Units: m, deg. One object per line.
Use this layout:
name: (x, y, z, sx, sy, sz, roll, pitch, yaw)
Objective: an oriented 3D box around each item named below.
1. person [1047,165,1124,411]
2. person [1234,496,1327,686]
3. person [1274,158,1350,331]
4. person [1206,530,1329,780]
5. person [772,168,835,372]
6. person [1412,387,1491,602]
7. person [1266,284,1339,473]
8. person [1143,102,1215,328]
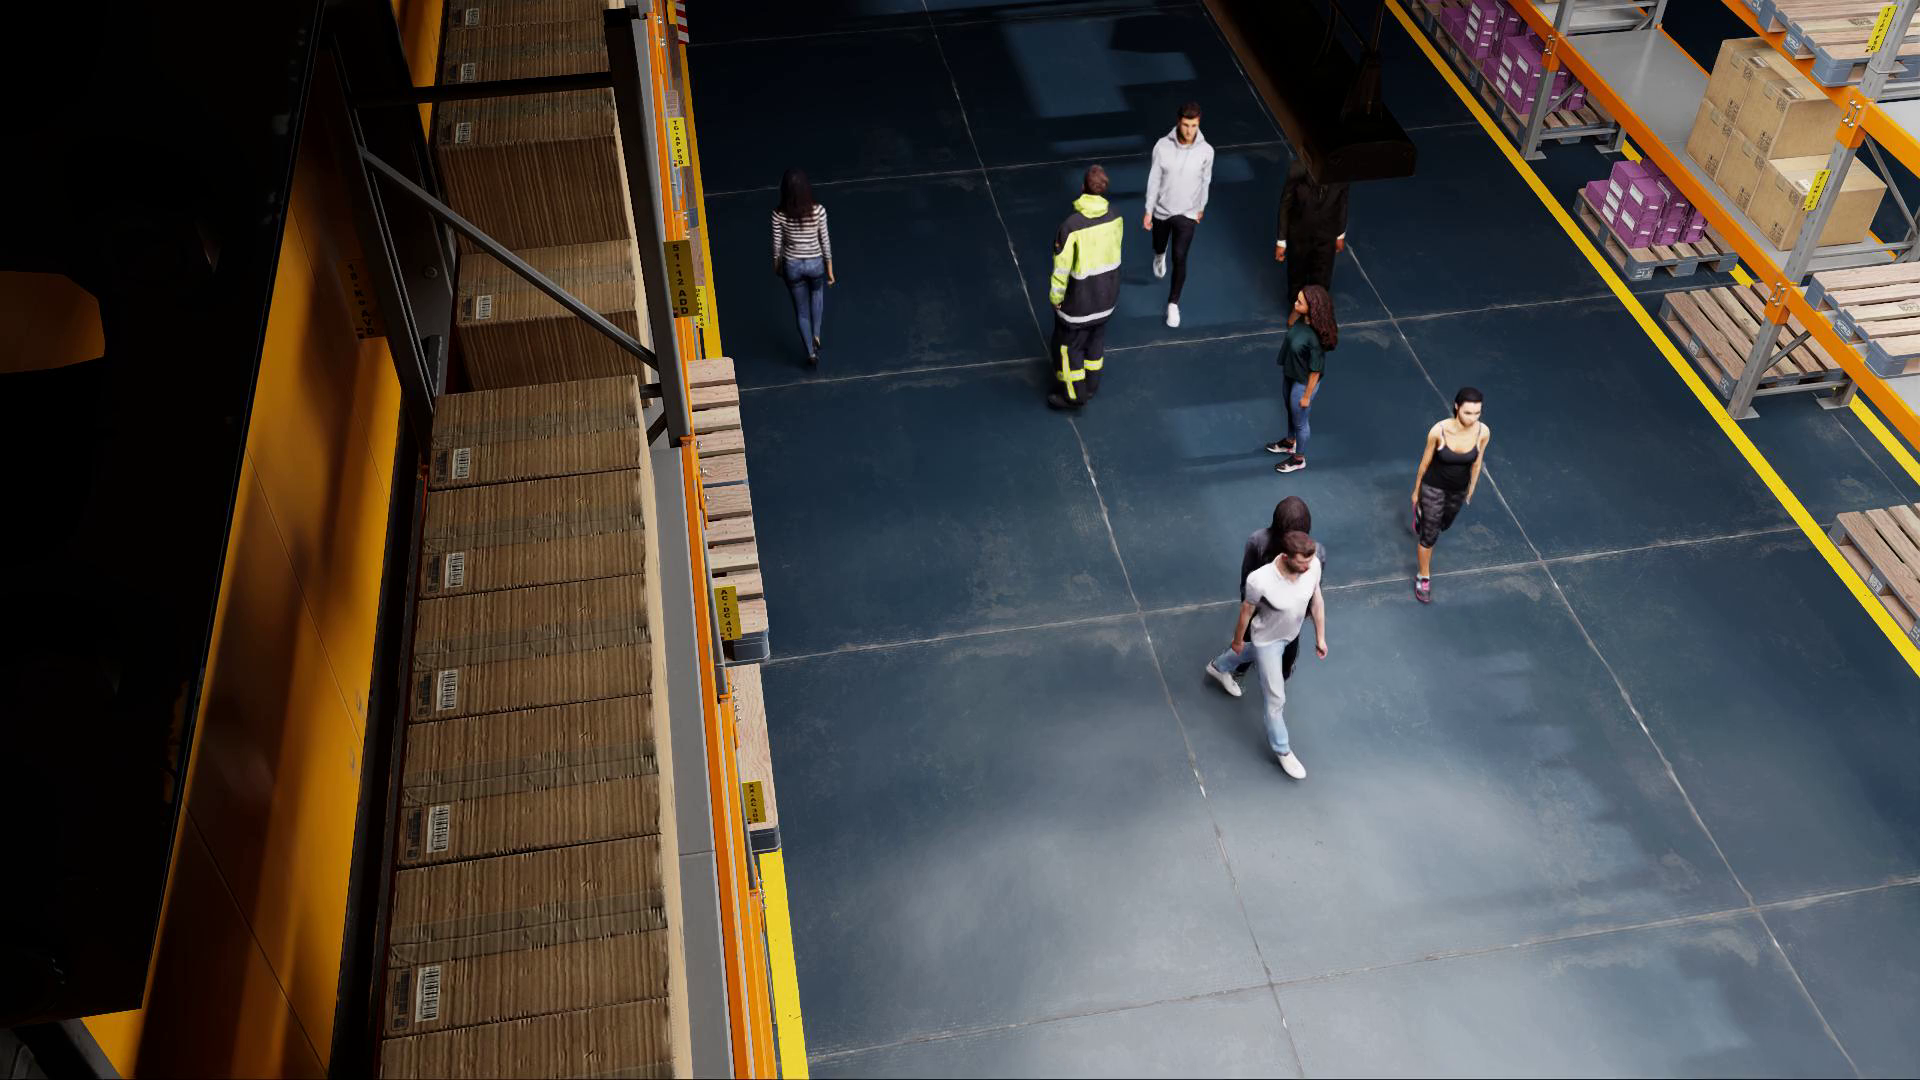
person: (0.990, -1.909, 12.813, 1.008, 1.941, 0.982, -32, 52, -29)
person: (2.012, 0.356, 10.686, 0.775, 1.596, 0.792, 13, 45, 13)
person: (2.862, -2.540, 13.515, 0.842, 1.885, 0.856, 8, 44, 8)
person: (1.891, 0.539, 10.341, 1.002, 1.807, 1.350, -24, 48, -23)
person: (-1.225, -2.063, 13.091, 0.624, 1.781, 0.632, -5, 44, -5)
person: (3.294, -0.412, 11.412, 0.669, 1.705, 1.011, 0, 44, 0)
person: (2.533, -1.198, 12.303, 0.664, 1.615, 0.533, -5, 44, -5)
person: (1.771, -2.789, 13.771, 0.941, 1.893, 1.298, 6, 44, 6)
